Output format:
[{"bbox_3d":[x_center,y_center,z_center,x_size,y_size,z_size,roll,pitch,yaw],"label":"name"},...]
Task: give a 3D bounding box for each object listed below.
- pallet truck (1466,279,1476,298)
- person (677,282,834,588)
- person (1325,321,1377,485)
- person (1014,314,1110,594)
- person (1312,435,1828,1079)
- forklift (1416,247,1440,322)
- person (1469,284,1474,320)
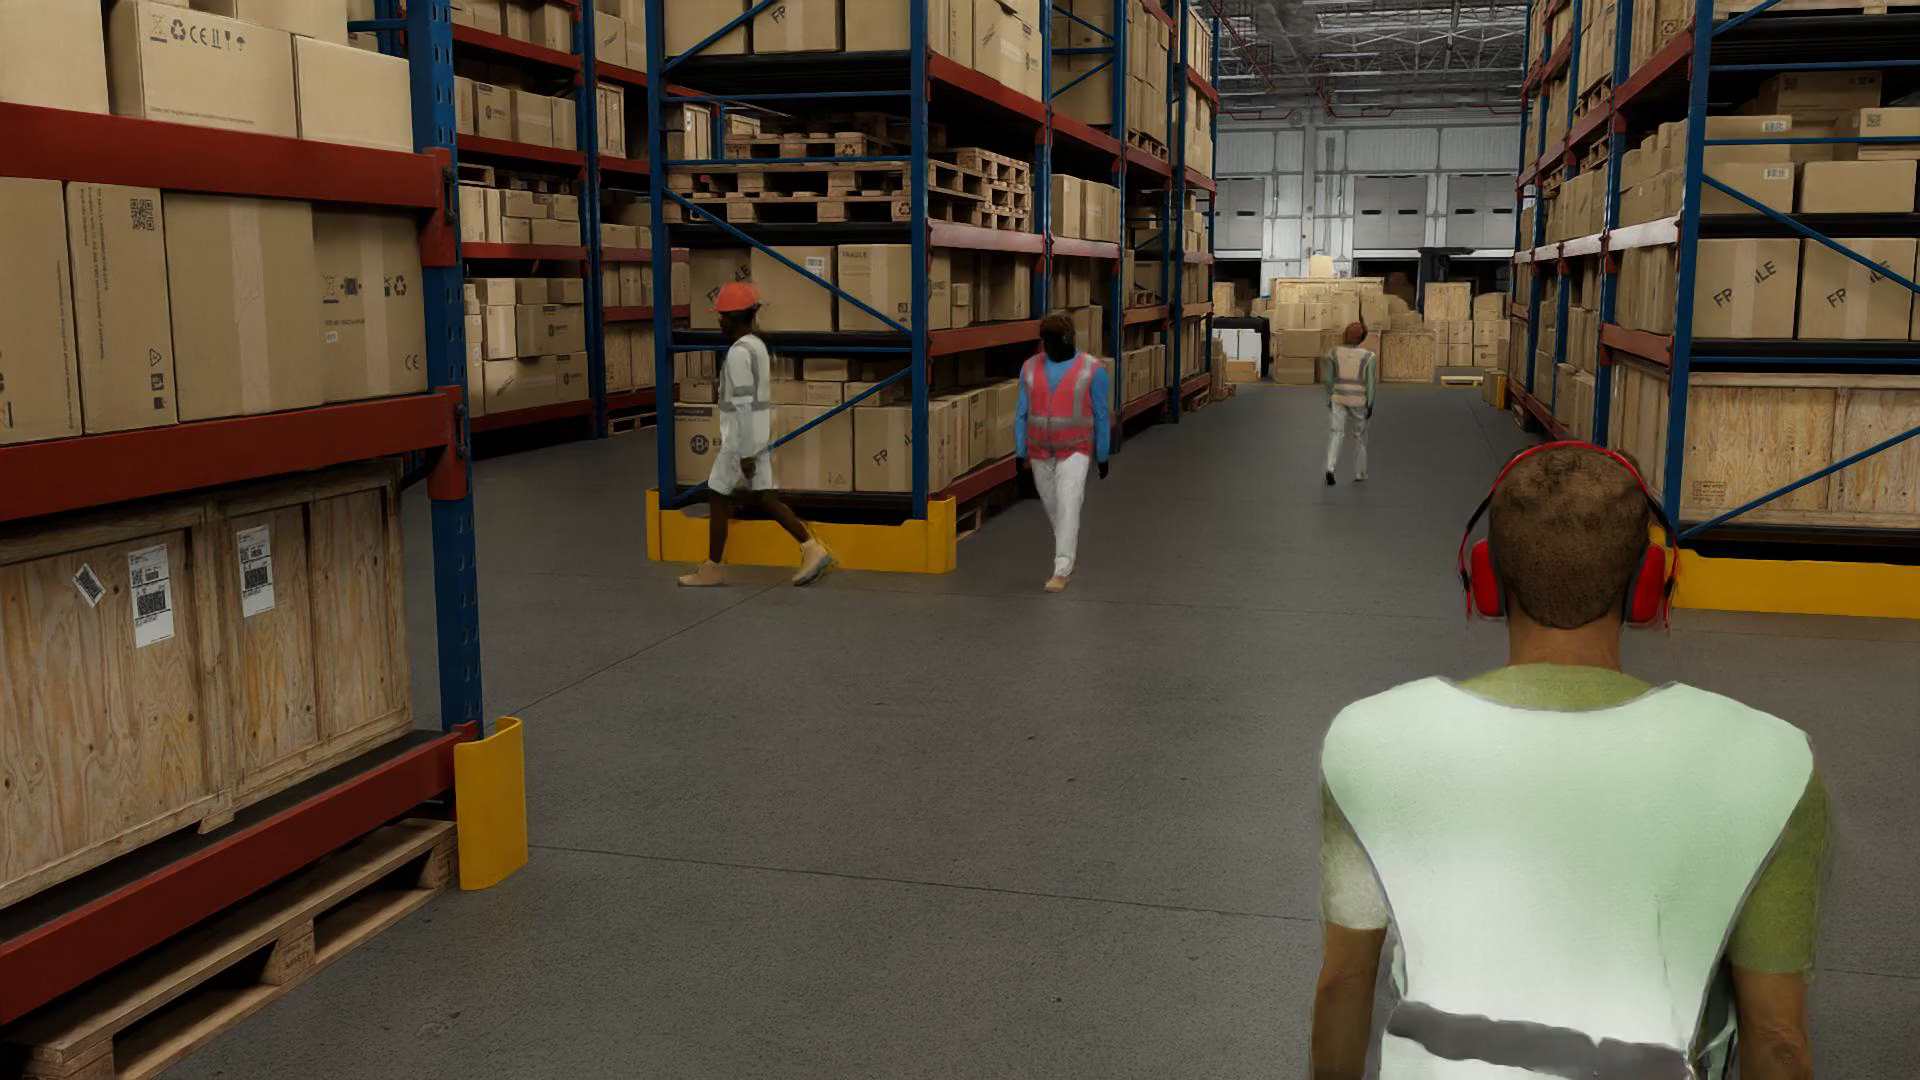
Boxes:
[{"bbox_3d":[18.896,-8.459,60.307,1.885,1.965,0.823,5,10,31],"label":"pallet truck"},{"bbox_3d":[-1.333,-0.663,10.777,0.992,2.013,0.619,2,9,10],"label":"person"},{"bbox_3d":[3.827,-1.347,16.364,0.514,1.608,0.786,5,10,28],"label":"person"},{"bbox_3d":[0.678,-0.597,11.026,0.627,1.798,0.956,4,10,23],"label":"person"},{"bbox_3d":[0.709,0.795,2.024,0.592,1.833,0.472,4,10,24],"label":"person"},{"bbox_3d":[12.210,-6.239,43.408,1.873,2.768,1.129,5,10,30],"label":"forklift"},{"bbox_3d":[16.515,-7.439,54.239,0.608,1.878,0.570,-5,10,-29],"label":"person"}]
